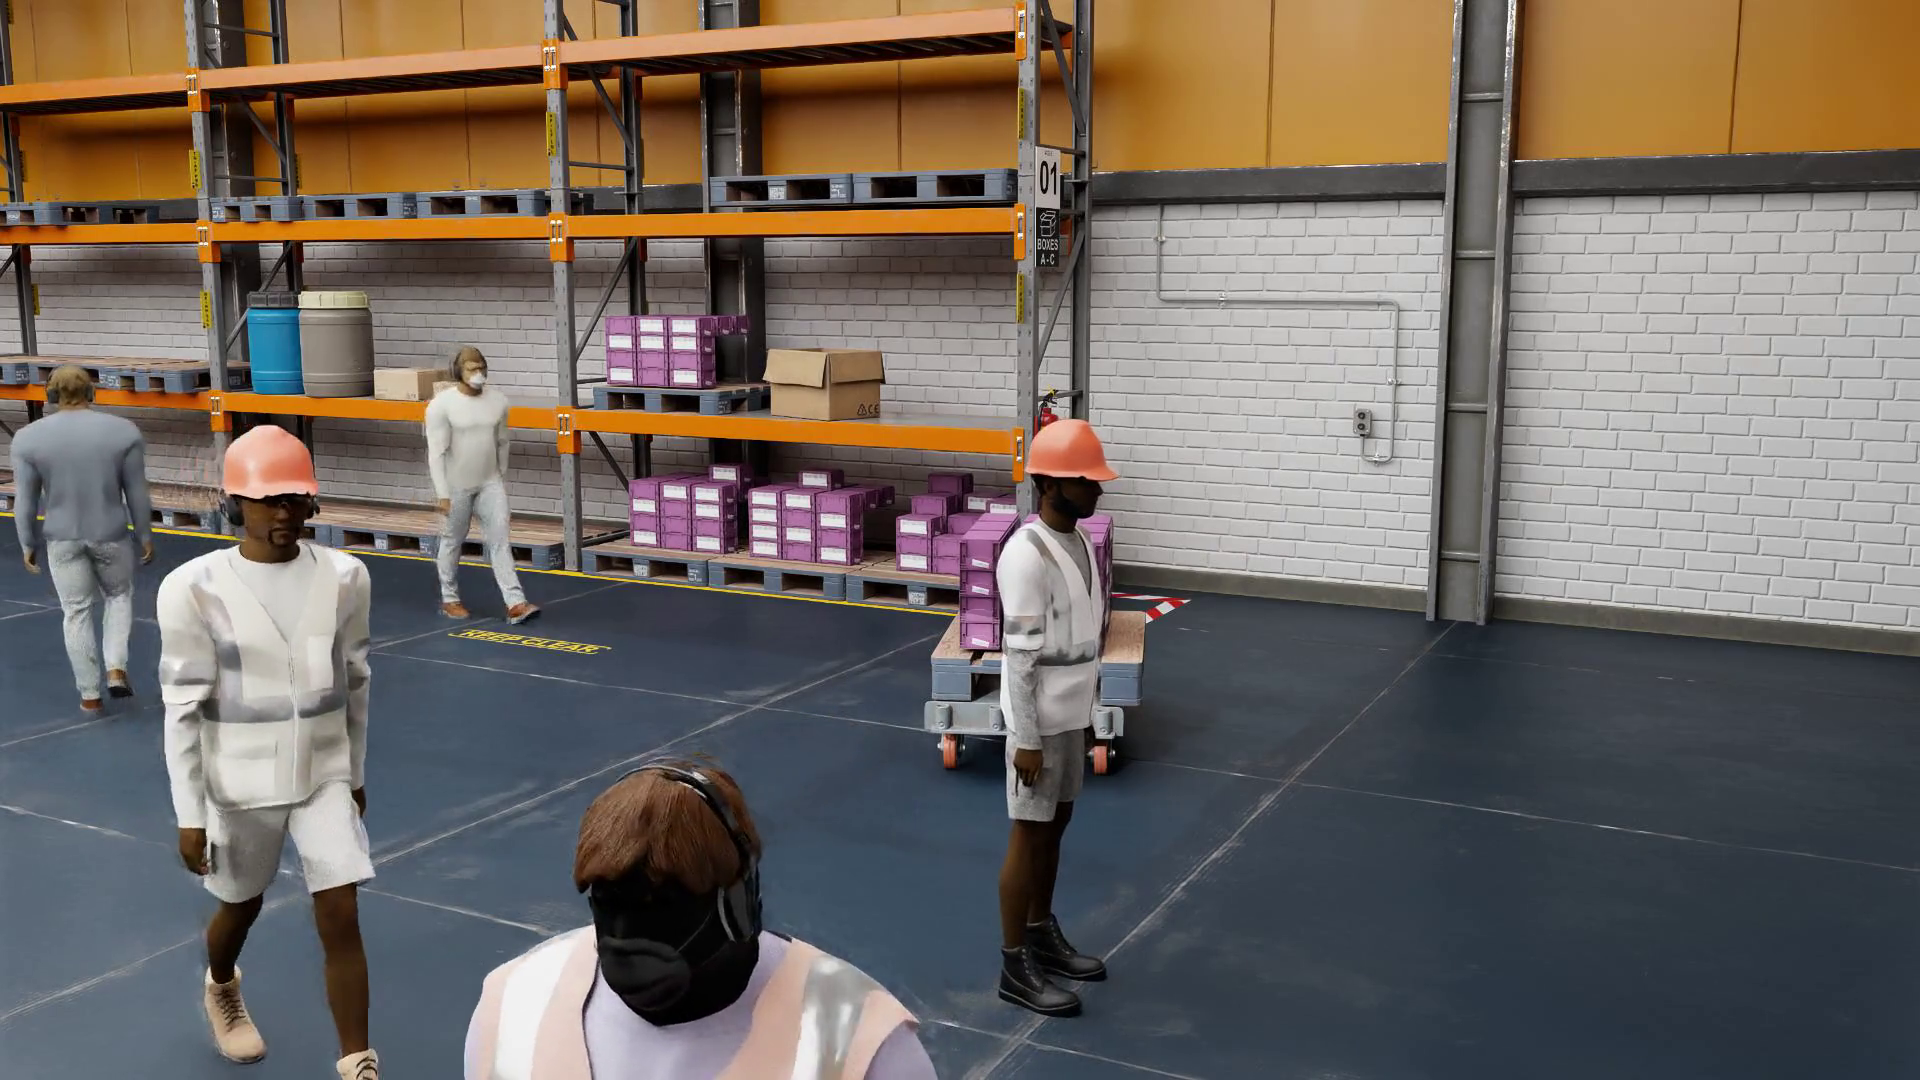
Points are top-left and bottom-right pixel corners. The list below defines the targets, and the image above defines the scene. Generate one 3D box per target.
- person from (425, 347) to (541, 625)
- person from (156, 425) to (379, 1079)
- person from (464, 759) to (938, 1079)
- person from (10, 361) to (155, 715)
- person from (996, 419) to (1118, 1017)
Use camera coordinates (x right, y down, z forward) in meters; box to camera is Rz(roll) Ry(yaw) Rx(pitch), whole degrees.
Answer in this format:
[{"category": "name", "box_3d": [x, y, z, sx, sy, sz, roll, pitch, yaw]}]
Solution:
[{"category": "person", "box_3d": [-3.276, -0.350, 11.275, 1.001, 1.883, 0.652, 9, 13, 44]}, {"category": "person", "box_3d": [-1.970, 0.655, 4.785, 0.613, 2.001, 1.058, -8, 12, -39]}, {"category": "person", "box_3d": [-0.356, 1.166, 2.139, 0.632, 1.830, 0.439, 3, 10, 18]}, {"category": "person", "box_3d": [-4.748, -0.005, 9.030, 0.662, 1.926, 0.445, -5, 11, -29]}, {"category": "person", "box_3d": [0.329, 0.567, 5.467, 0.379, 1.937, 0.548, 4, 10, 25]}]
